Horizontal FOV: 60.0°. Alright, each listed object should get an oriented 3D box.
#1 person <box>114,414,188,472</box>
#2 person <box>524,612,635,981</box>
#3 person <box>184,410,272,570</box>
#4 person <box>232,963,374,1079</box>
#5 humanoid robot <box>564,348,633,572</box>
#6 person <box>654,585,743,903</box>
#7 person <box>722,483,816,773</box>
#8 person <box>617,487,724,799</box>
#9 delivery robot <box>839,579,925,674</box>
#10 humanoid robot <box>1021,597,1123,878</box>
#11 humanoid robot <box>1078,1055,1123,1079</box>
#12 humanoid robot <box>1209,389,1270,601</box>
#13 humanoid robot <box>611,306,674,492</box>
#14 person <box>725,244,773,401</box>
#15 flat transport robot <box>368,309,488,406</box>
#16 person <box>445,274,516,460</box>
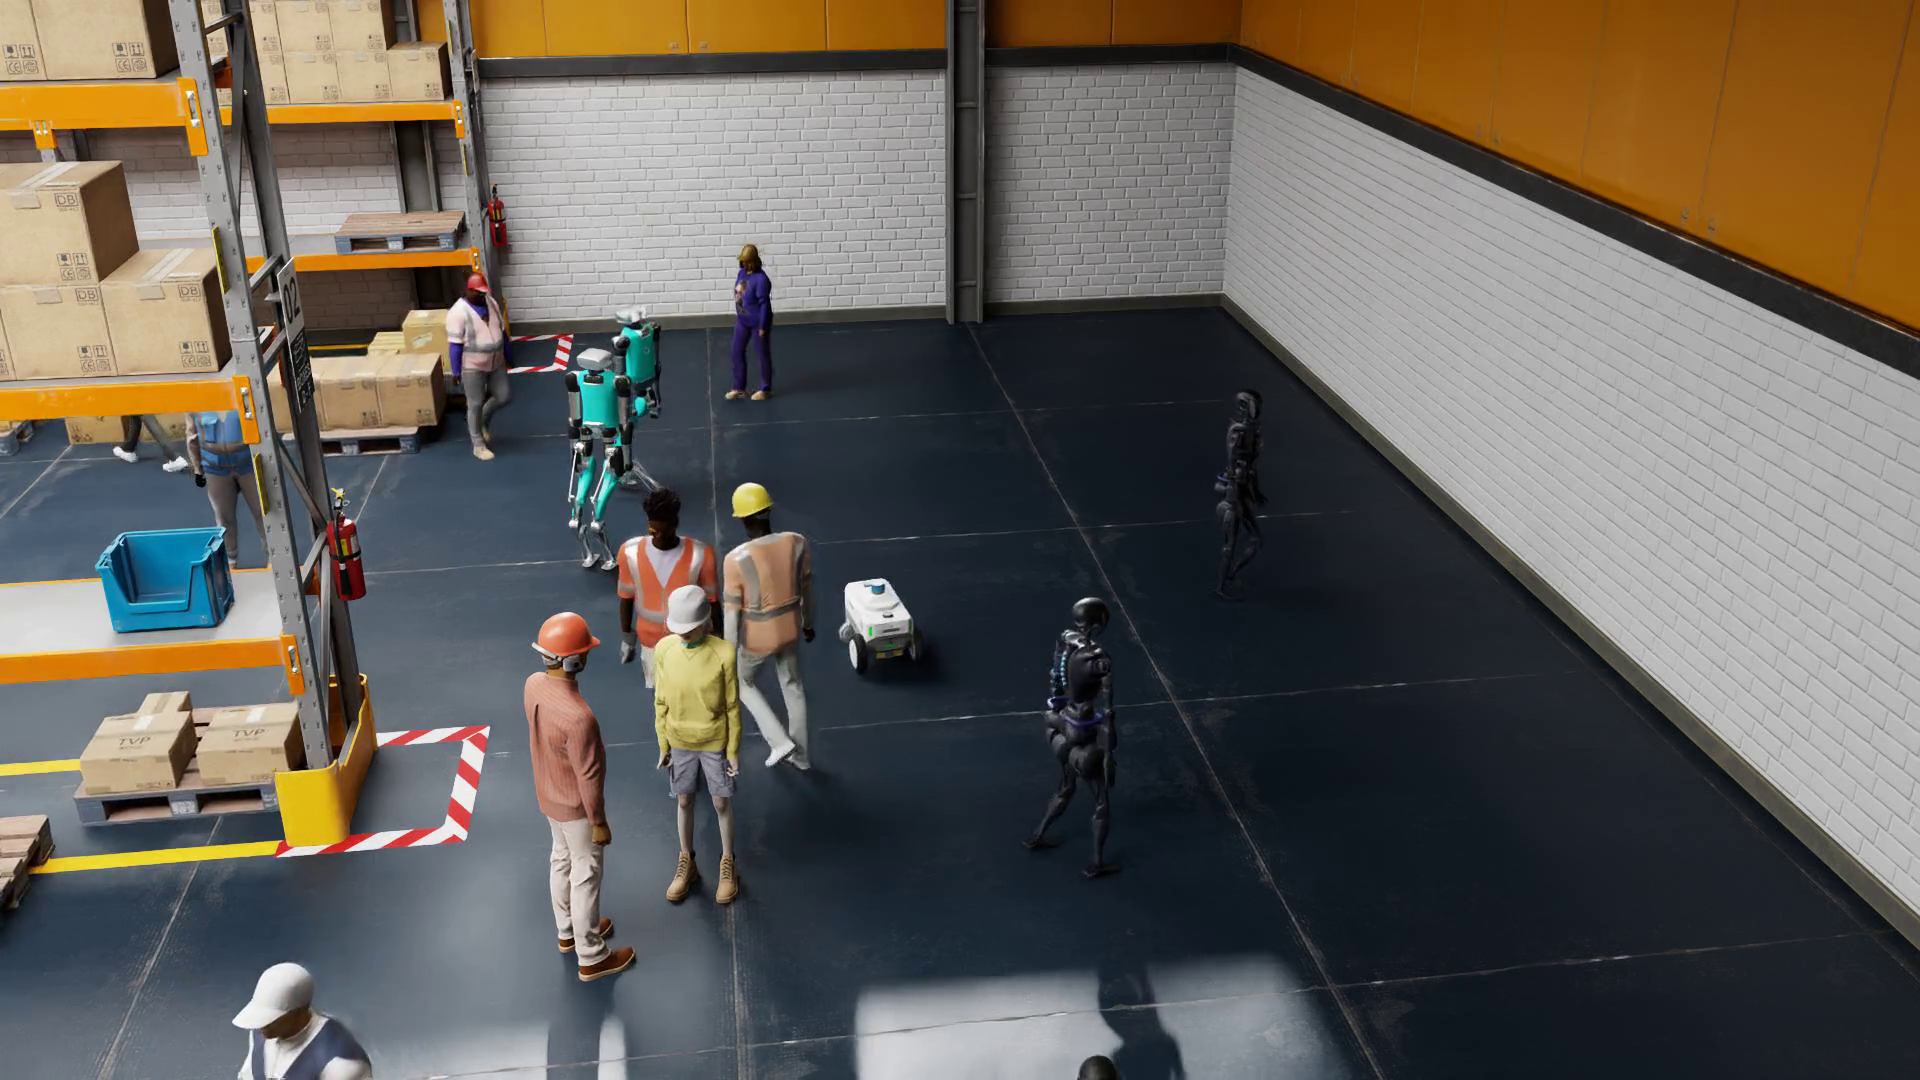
[{"bbox_3d":[-7.403,-1.506,14.916,0.980,1.807,0.545,11,26,24],"label":"person"},{"bbox_3d":[-1.923,1.281,8.349,0.401,1.986,0.610,-17,29,-33],"label":"person"},{"bbox_3d":[-5.554,-0.568,12.753,0.632,1.837,0.430,-5,24,-12],"label":"person"},{"bbox_3d":[-2.473,2.333,6.247,0.729,1.736,0.736,16,28,32],"label":"person"},{"bbox_3d":[-2.829,-0.565,12.762,0.533,1.719,0.698,6,24,13],"label":"humanoid robot"},{"bbox_3d":[-1.397,1.082,8.925,0.474,1.884,0.397,3,24,7],"label":"person"},{"bbox_3d":[-1.164,0.566,10.088,0.707,1.889,0.480,-19,30,-37],"label":"person"},{"bbox_3d":[-1.734,0.536,10.101,0.635,1.938,0.785,2,24,4],"label":"person"},{"bbox_3d":[-0.577,0.586,11.721,0.525,0.608,0.779,-7,25,-16],"label":"delivery robot"},{"bbox_3d":[0.636,1.080,9.209,0.424,1.641,0.609,-14,27,-28],"label":"humanoid robot"},{"bbox_3d":[0.472,2.498,5.950,0.612,1.651,0.323,-7,25,-16],"label":"humanoid robot"},{"bbox_3d":[2.093,-0.334,12.401,0.338,1.645,0.595,13,27,28],"label":"humanoid robot"},{"bbox_3d":[-2.858,-1.171,14.234,0.999,1.737,0.555,13,27,28],"label":"humanoid robot"},{"bbox_3d":[-2.133,-2.147,16.601,0.493,1.607,0.557,20,31,38],"label":"person"},{"bbox_3d":[-5.558,-1.550,16.927,1.431,0.231,0.659,-3,24,-7],"label":"flat transport robot"},{"bbox_3d":[-4.379,-1.597,15.219,0.492,1.728,0.719,17,29,33],"label":"person"}]
